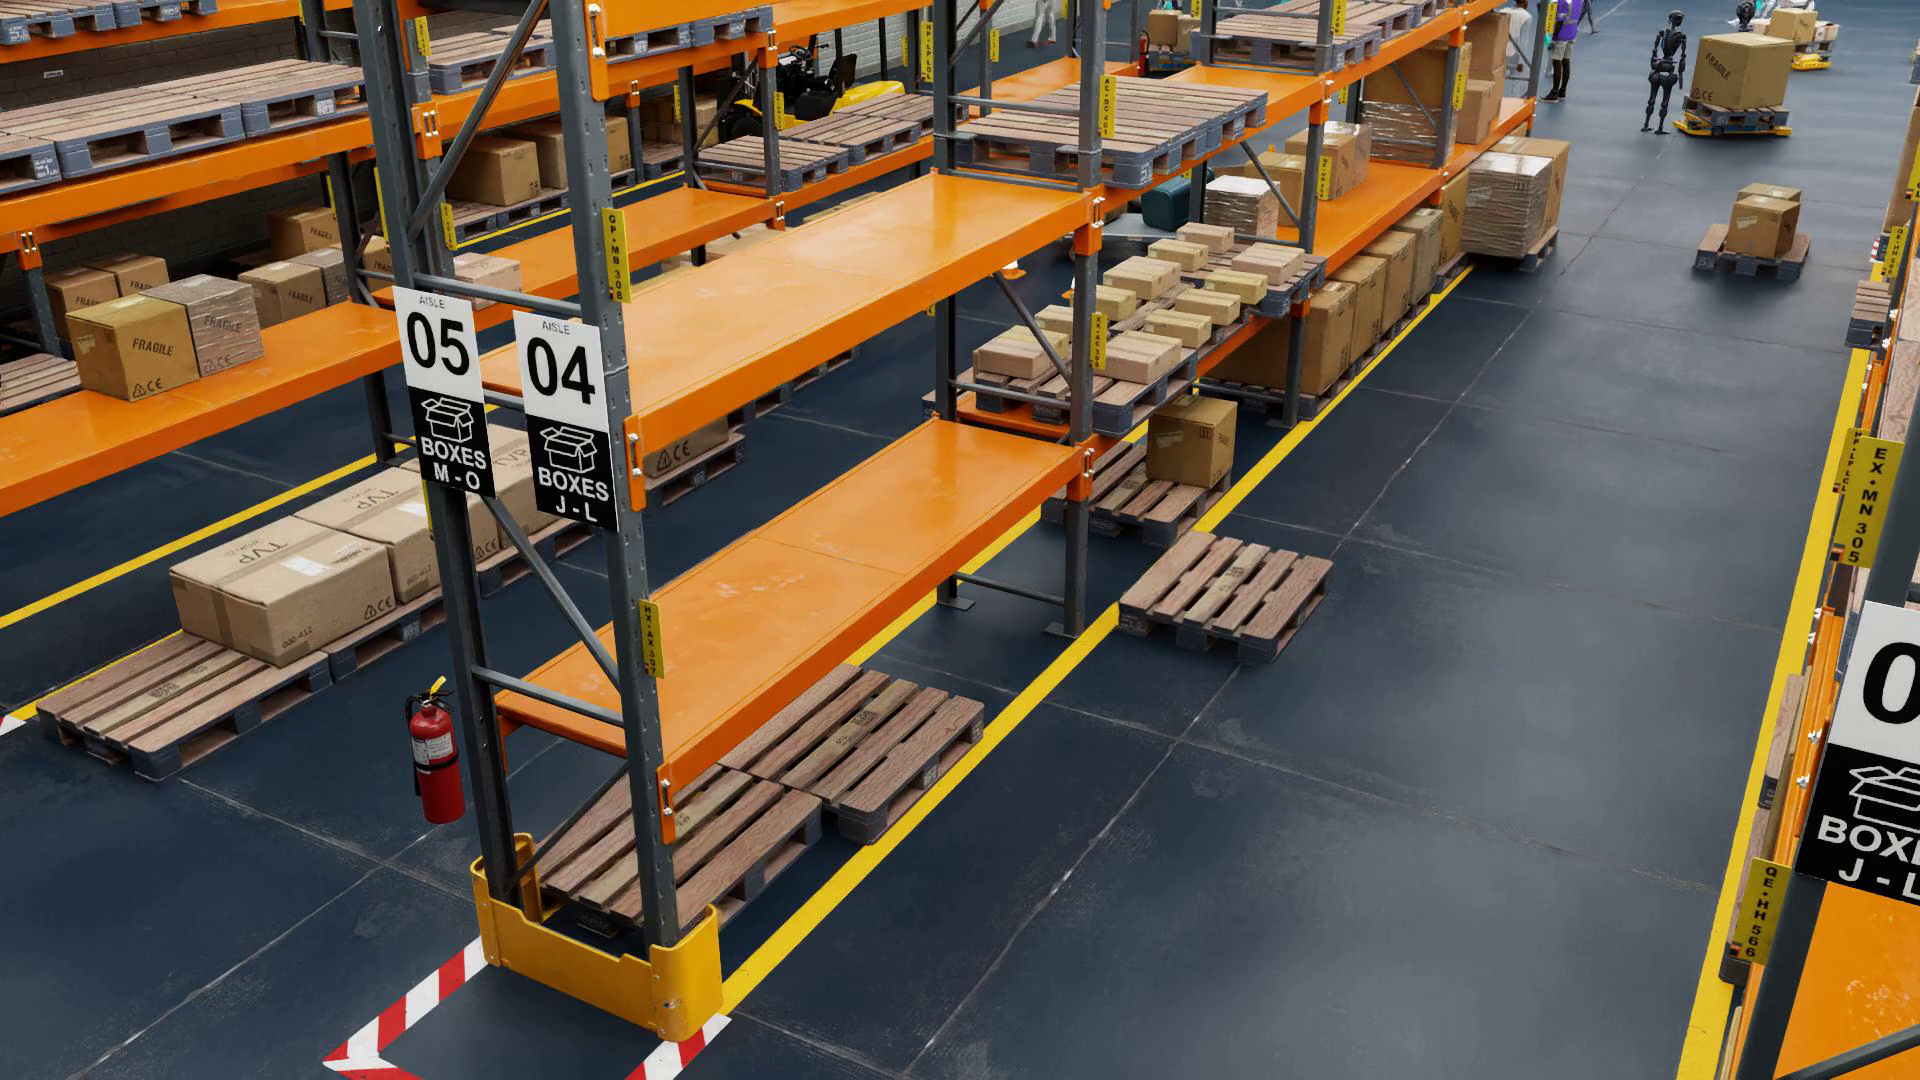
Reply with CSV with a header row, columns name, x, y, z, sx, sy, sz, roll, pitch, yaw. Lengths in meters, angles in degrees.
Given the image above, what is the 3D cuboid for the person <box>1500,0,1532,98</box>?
name,x,y,z,sx,sy,sz,roll,pitch,yaw
person,7.918,-7.023,24.072,0.853,1.888,0.595,-15,30,-29

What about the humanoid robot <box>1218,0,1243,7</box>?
name,x,y,z,sx,sy,sz,roll,pitch,yaw
humanoid robot,5.530,-11.878,34.429,0.853,1.855,0.544,-4,26,-8

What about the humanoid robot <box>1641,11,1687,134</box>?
name,x,y,z,sx,sy,sz,roll,pitch,yaw
humanoid robot,9.910,-6.582,23.378,0.315,1.657,0.599,-12,28,-23

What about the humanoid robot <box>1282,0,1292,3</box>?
name,x,y,z,sx,sy,sz,roll,pitch,yaw
humanoid robot,6.281,-10.481,31.401,0.718,1.769,0.546,23,34,39

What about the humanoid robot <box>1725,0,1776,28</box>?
name,x,y,z,sx,sy,sz,roll,pitch,yaw
humanoid robot,15.161,-10.517,31.502,1.027,1.727,0.552,4,26,8

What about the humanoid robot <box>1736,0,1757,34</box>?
name,x,y,z,sx,sy,sz,roll,pitch,yaw
humanoid robot,12.250,-7.885,26.107,0.491,1.640,0.612,11,28,21

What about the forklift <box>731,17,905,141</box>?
name,x,y,z,sx,sy,sz,roll,pitch,yaw
forklift,-1.819,-5.975,21.543,2.313,2.155,1.214,14,29,26

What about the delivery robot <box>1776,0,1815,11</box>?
name,x,y,z,sx,sy,sz,roll,pitch,yaw
delivery robot,16.976,-10.962,33.799,0.795,0.602,0.499,-16,30,-29

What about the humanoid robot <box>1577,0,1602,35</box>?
name,x,y,z,sx,sy,sz,roll,pitch,yaw
humanoid robot,11.920,-10.362,31.295,0.614,1.622,0.756,-20,32,-35

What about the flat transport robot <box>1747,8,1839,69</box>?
name,x,y,z,sx,sy,sz,roll,pitch,yaw
flat transport robot,14.222,-8.342,28.676,0.659,0.231,1.431,-11,28,-22

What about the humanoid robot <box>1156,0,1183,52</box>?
name,x,y,z,sx,sy,sz,roll,pitch,yaw
humanoid robot,3.558,-9.289,28.951,0.717,1.797,0.531,-11,28,-22

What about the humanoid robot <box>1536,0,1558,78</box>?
name,x,y,z,sx,sy,sz,roll,pitch,yaw
humanoid robot,9.743,-8.393,27.207,0.551,1.889,0.720,-21,33,-37

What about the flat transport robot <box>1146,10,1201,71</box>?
name,x,y,z,sx,sy,sz,roll,pitch,yaw
flat transport robot,3.596,-8.021,28.008,1.431,0.231,0.659,2,26,3

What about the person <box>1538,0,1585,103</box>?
name,x,y,z,sx,sy,sz,roll,pitch,yaw
person,9.189,-7.679,25.348,0.602,1.963,0.368,-22,33,-38

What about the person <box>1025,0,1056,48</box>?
name,x,y,z,sx,sy,sz,roll,pitch,yaw
person,1.552,-9.879,30.004,0.484,1.900,0.666,11,28,21

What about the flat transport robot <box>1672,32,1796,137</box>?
name,x,y,z,sx,sy,sz,roll,pitch,yaw
flat transport robot,10.958,-5.894,23.588,1.431,0.231,0.659,0,26,0

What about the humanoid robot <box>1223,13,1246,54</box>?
name,x,y,z,sx,sy,sz,roll,pitch,yaw
humanoid robot,3.779,-6.586,23.393,0.609,1.646,0.388,17,31,31
